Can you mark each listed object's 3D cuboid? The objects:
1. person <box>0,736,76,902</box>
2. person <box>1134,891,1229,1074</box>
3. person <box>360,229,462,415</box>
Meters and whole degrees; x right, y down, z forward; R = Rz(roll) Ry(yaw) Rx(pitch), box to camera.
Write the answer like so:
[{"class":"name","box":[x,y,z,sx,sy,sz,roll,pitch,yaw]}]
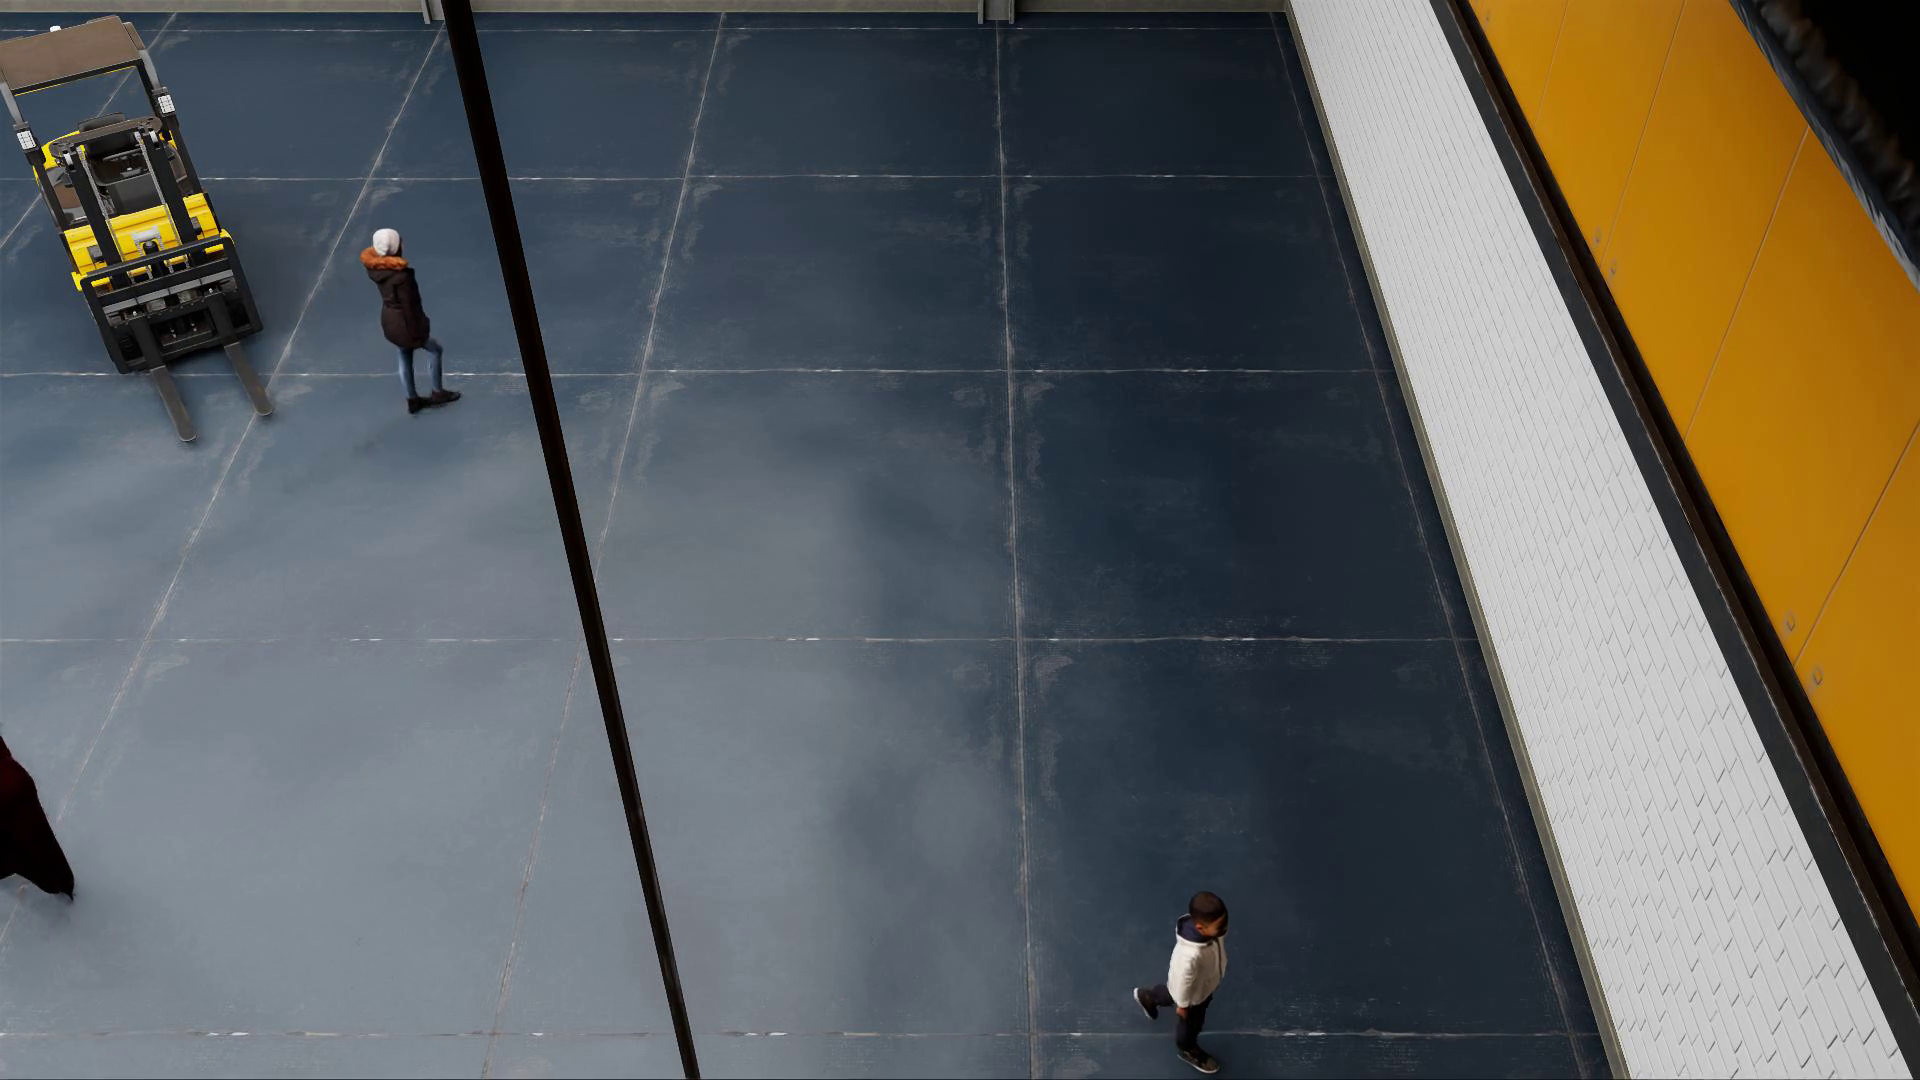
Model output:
[{"class":"person","box":[-5.393,1.502,9.325,1.042,1.725,0.949,27,50,25]},{"class":"person","box":[1.178,2.266,8.729,0.917,1.441,0.808,23,48,22]},{"class":"person","box":[-4.288,-1.628,12.685,0.740,1.622,0.807,28,50,27]}]
